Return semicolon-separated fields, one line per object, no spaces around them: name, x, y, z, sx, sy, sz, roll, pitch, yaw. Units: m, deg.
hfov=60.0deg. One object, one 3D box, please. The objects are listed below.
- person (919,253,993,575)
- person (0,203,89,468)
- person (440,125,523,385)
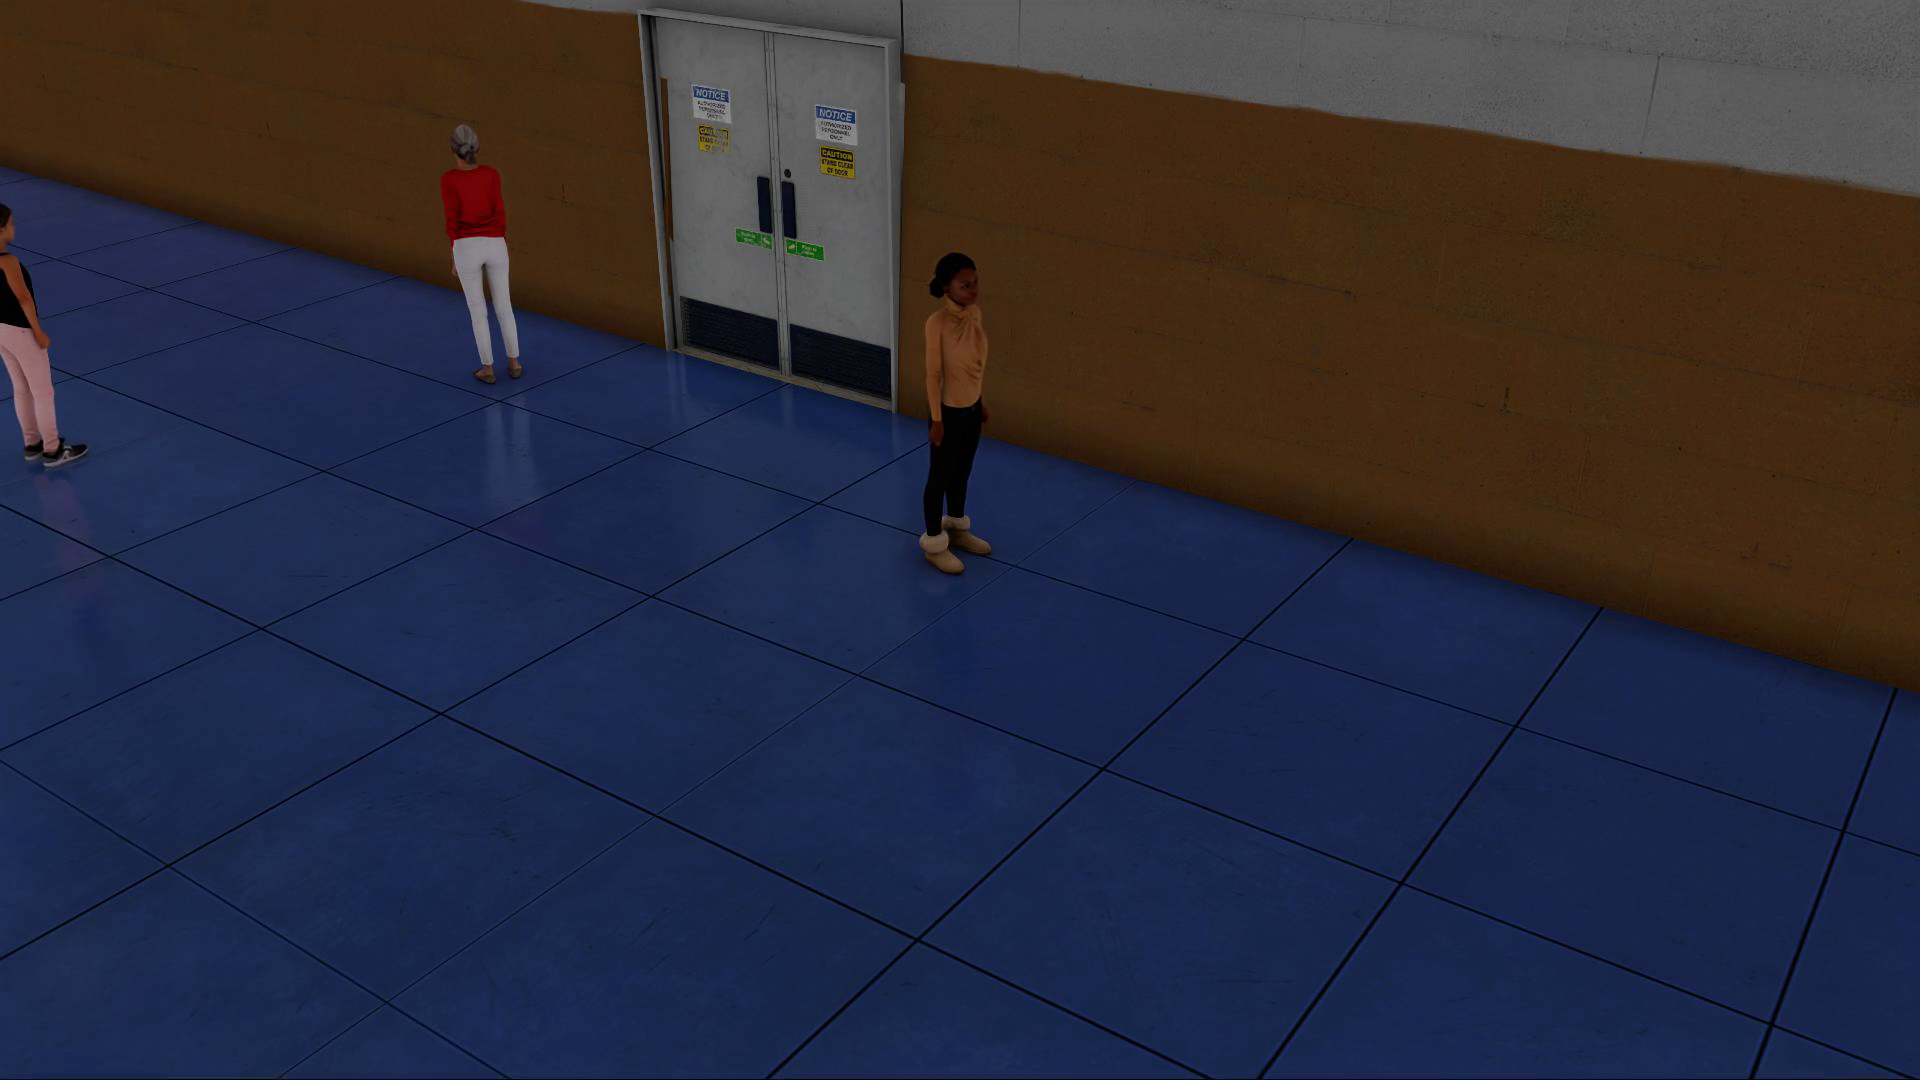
person;-0.029;-0.663;8.481;0.648;1.659;0.481;19;33;33
person;-5.446;-1.180;9.608;0.535;1.563;0.539;14;30;26
person;-3.102;-1.842;10.769;0.600;1.693;0.691;-14;30;-25
